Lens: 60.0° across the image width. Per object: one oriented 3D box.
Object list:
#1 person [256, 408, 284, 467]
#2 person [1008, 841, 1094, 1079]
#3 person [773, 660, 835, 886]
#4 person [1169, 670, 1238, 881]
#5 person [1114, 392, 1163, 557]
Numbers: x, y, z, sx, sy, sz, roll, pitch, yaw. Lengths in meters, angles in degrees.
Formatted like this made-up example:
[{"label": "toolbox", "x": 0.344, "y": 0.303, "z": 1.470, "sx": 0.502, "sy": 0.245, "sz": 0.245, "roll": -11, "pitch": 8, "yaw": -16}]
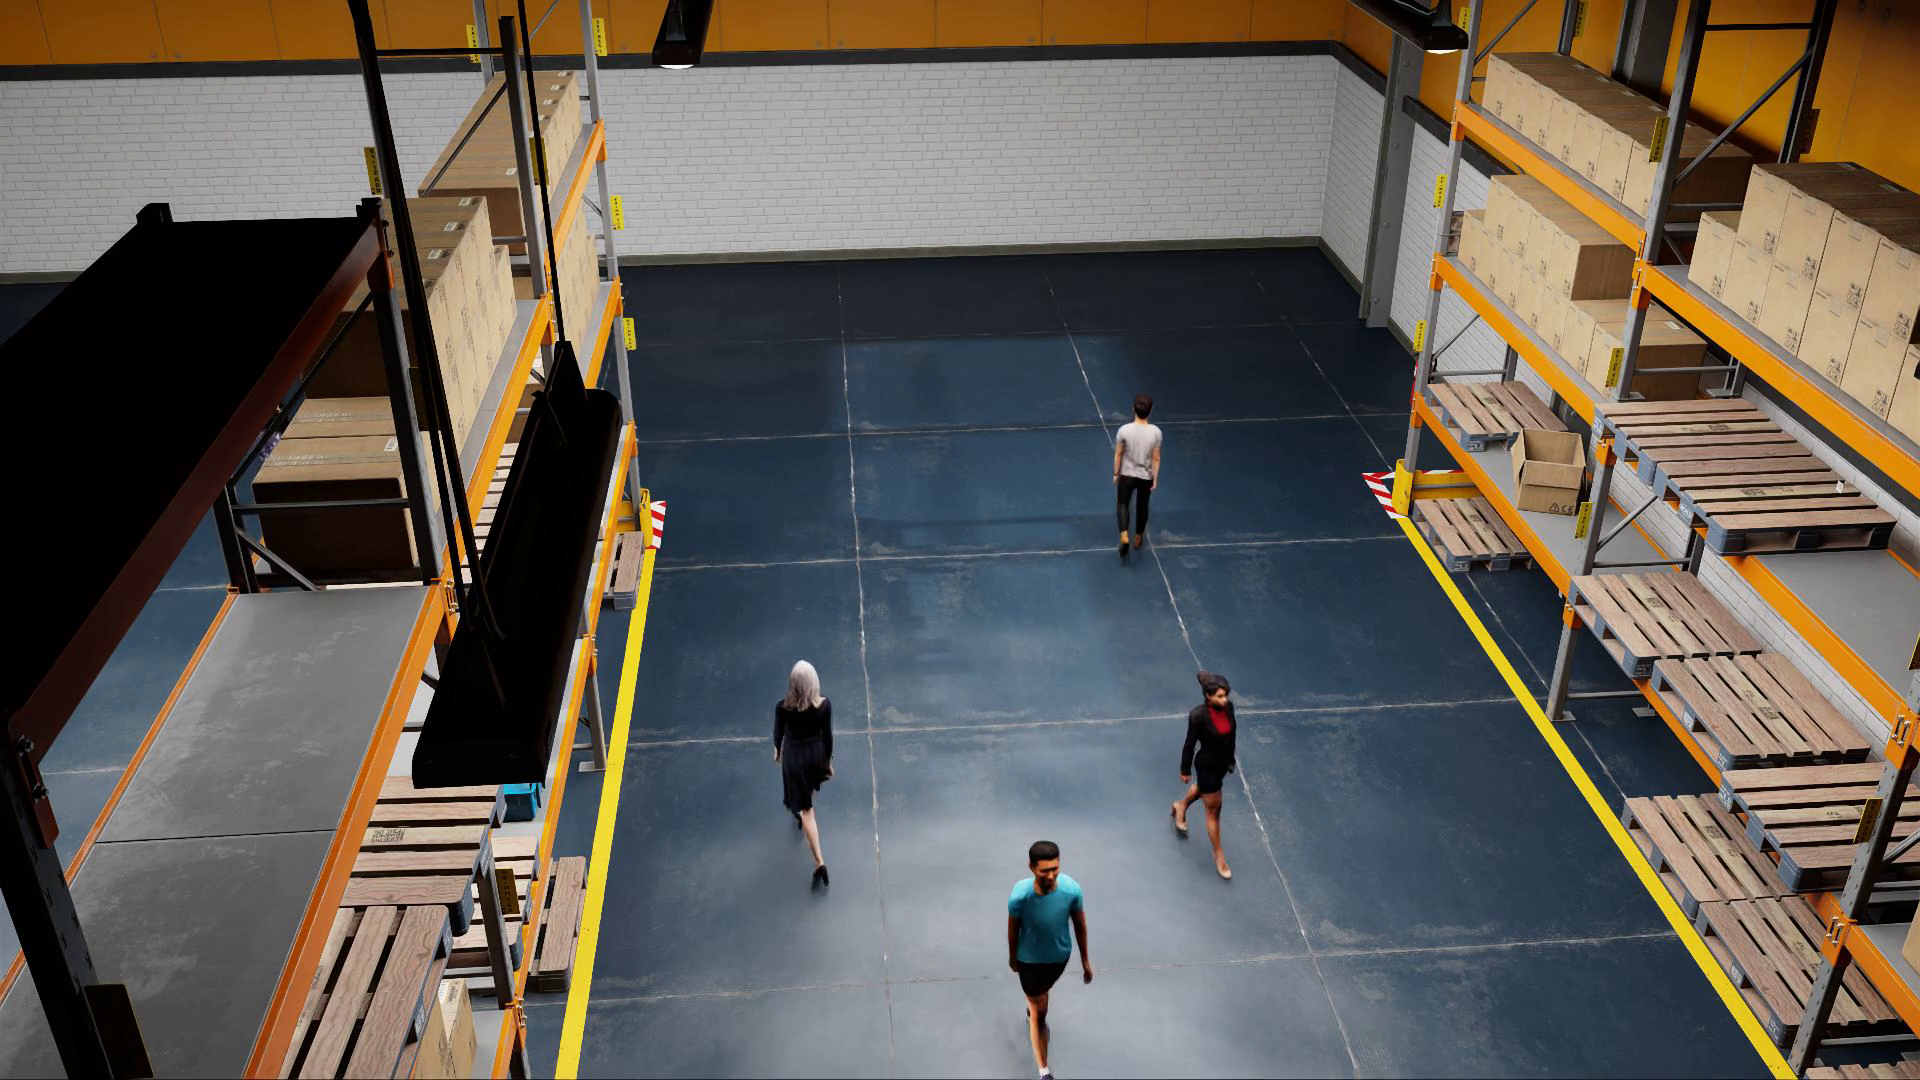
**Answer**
[{"label": "person", "x": -7.095, "y": -0.768, "z": 17.229, "sx": 0.547, "sy": 1.229, "sz": 0.851, "roll": -5, "pitch": 29, "yaw": -9}, {"label": "person", "x": 0.510, "y": 2.576, "z": 10.576, "sx": 0.783, "sy": 1.731, "sz": 1.169, "roll": -8, "pitch": 30, "yaw": -14}, {"label": "person", "x": -1.121, "y": 1.726, "z": 12.178, "sx": 0.804, "sy": 1.688, "sz": 1.240, "roll": -10, "pitch": 30, "yaw": -18}, {"label": "person", "x": 1.812, "y": 1.676, "z": 12.362, "sx": 0.887, "sy": 1.600, "sz": 1.083, "roll": -18, "pitch": 33, "yaw": -29}, {"label": "person", "x": 1.742, "y": -0.616, "z": 16.448, "sx": 0.709, "sy": 1.710, "sz": 0.954, "roll": 3, "pitch": 29, "yaw": 5}]
